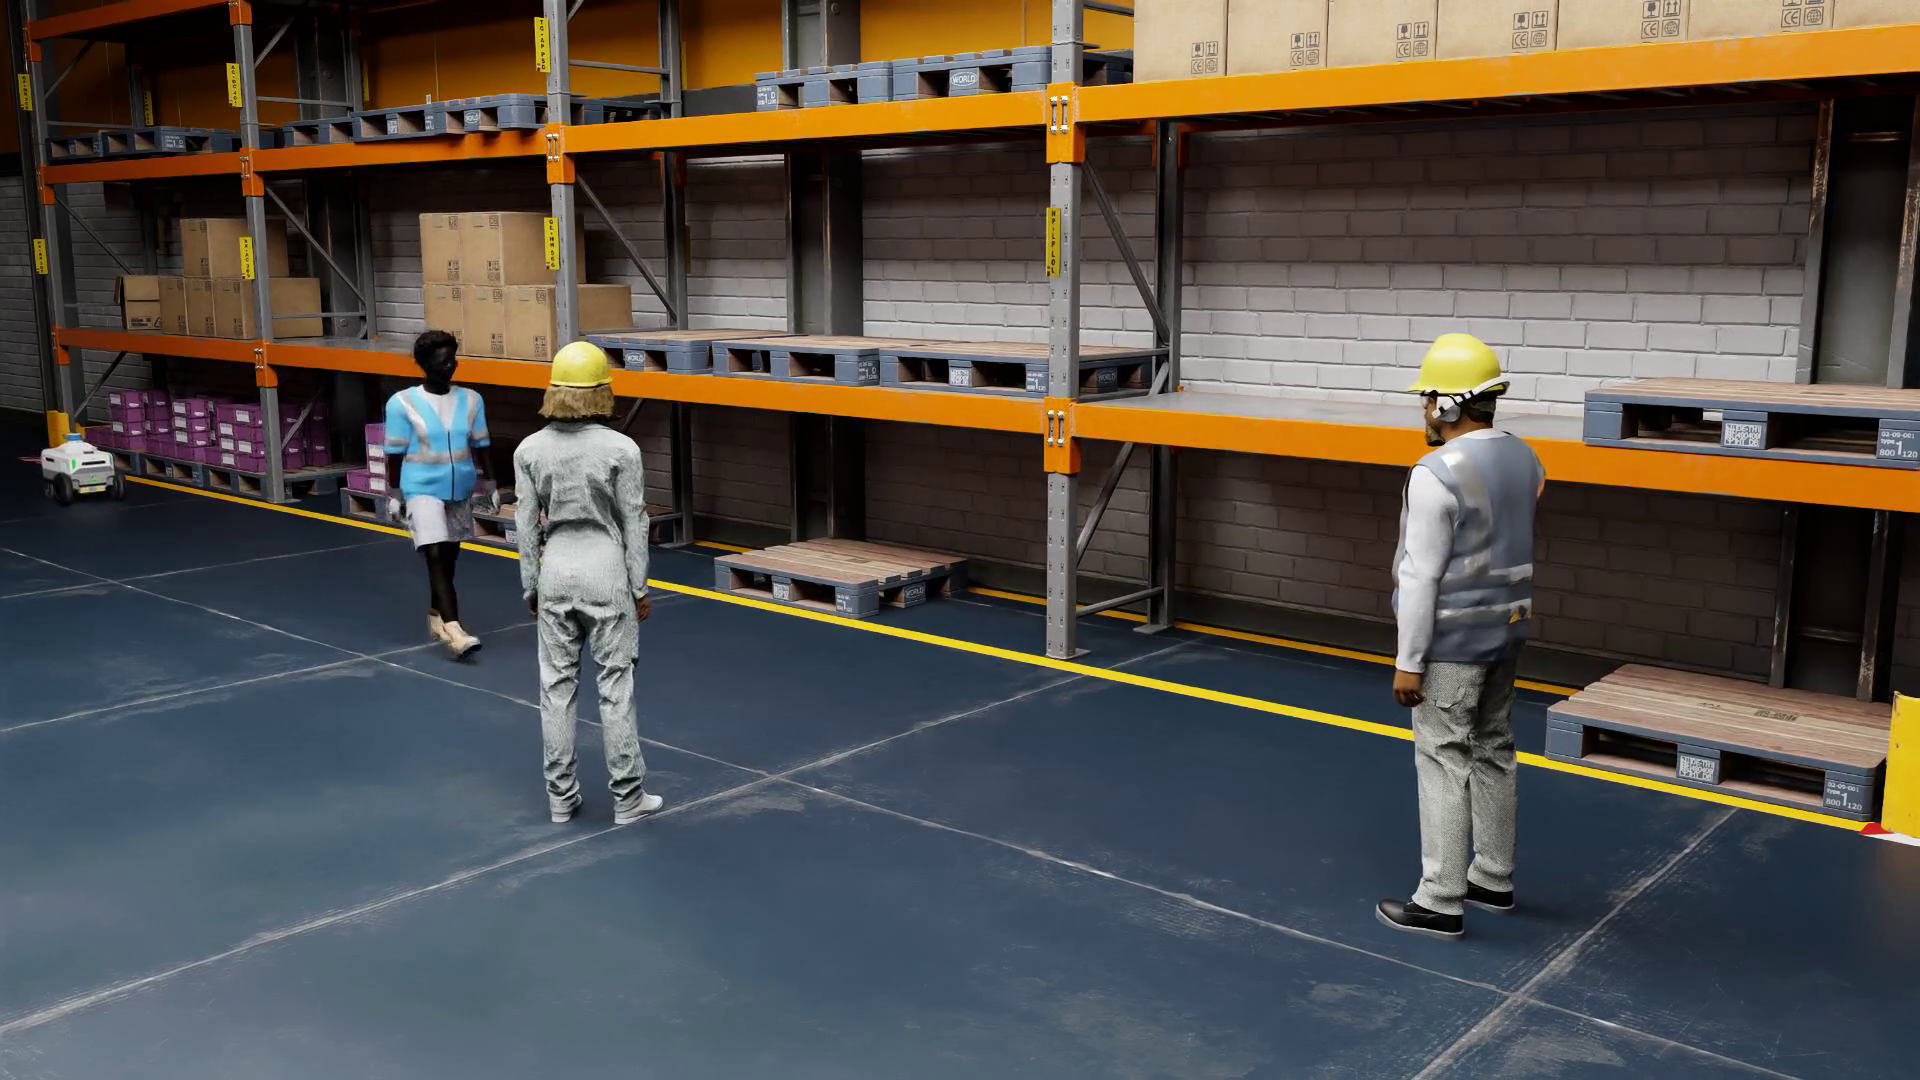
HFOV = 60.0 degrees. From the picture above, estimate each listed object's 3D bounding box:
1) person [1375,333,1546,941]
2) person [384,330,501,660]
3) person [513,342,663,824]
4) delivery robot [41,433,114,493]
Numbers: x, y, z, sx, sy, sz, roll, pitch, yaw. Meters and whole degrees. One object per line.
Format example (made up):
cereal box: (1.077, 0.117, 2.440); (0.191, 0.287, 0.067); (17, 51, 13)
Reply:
person: (1.512, 0.292, 5.055); (0.591, 1.823, 0.405); (-9, 13, -41)
person: (-2.596, -0.229, 8.472); (0.847, 1.654, 0.547); (10, 14, 43)
person: (-1.344, 0.161, 6.007); (0.484, 1.745, 0.307); (2, 10, 10)
delivery robot: (-7.243, -0.633, 13.646); (0.707, 0.478, 0.477); (9, 13, 42)
